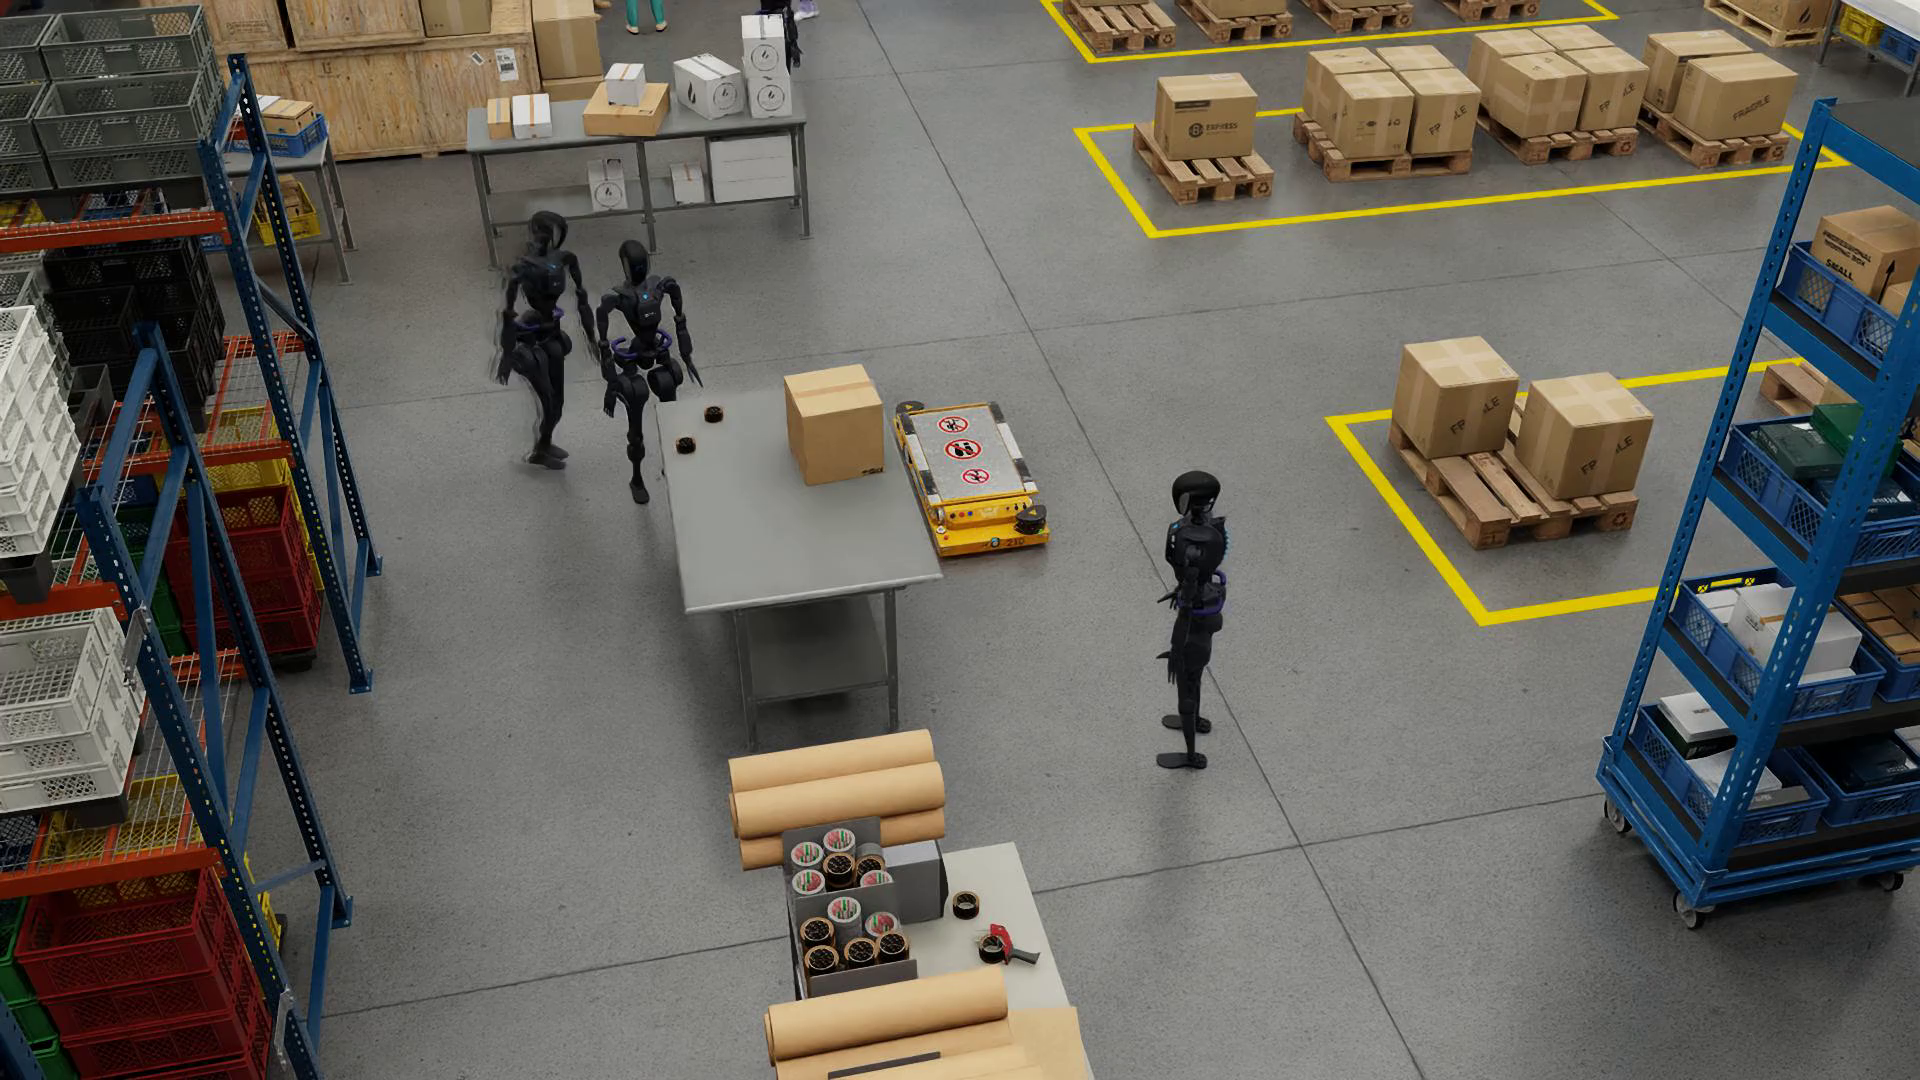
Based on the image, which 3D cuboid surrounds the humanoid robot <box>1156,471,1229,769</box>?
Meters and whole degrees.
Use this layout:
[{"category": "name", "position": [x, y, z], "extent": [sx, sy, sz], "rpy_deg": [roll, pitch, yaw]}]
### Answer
[{"category": "humanoid robot", "position": [1.082, 0.361, 7.887], "extent": [0.337, 1.652, 0.581], "rpy_deg": [7, 37, 9]}]

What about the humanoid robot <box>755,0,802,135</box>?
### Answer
[{"category": "humanoid robot", "position": [-1.546, -4.295, 14.135], "extent": [0.315, 1.657, 0.610], "rpy_deg": [-20, 41, -24]}]

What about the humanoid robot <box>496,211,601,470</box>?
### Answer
[{"category": "humanoid robot", "position": [-2.490, -1.175, 9.978], "extent": [0.488, 1.627, 0.649], "rpy_deg": [19, 41, 24]}]

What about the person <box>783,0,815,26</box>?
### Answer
[{"category": "person", "position": [-1.760, -5.964, 16.202], "extent": [0.743, 1.901, 0.588], "rpy_deg": [-16, 40, -21]}]

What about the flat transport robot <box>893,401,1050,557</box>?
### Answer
[{"category": "flat transport robot", "position": [0.046, -0.430, 10.108], "extent": [0.652, 0.197, 1.431], "rpy_deg": [-8, 37, -10]}]

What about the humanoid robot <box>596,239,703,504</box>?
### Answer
[{"category": "humanoid robot", "position": [-1.816, -0.988, 9.691], "extent": [0.609, 1.656, 0.315], "rpy_deg": [-23, 42, -28]}]

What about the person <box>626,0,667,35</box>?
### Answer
[{"category": "person", "position": [-3.150, -5.804, 16.099], "extent": [0.532, 1.766, 0.326], "rpy_deg": [-9, 38, -12]}]

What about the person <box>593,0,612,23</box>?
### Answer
[{"category": "person", "position": [-3.730, -6.183, 16.380], "extent": [0.536, 2.000, 0.672], "rpy_deg": [4, 37, 6]}]
